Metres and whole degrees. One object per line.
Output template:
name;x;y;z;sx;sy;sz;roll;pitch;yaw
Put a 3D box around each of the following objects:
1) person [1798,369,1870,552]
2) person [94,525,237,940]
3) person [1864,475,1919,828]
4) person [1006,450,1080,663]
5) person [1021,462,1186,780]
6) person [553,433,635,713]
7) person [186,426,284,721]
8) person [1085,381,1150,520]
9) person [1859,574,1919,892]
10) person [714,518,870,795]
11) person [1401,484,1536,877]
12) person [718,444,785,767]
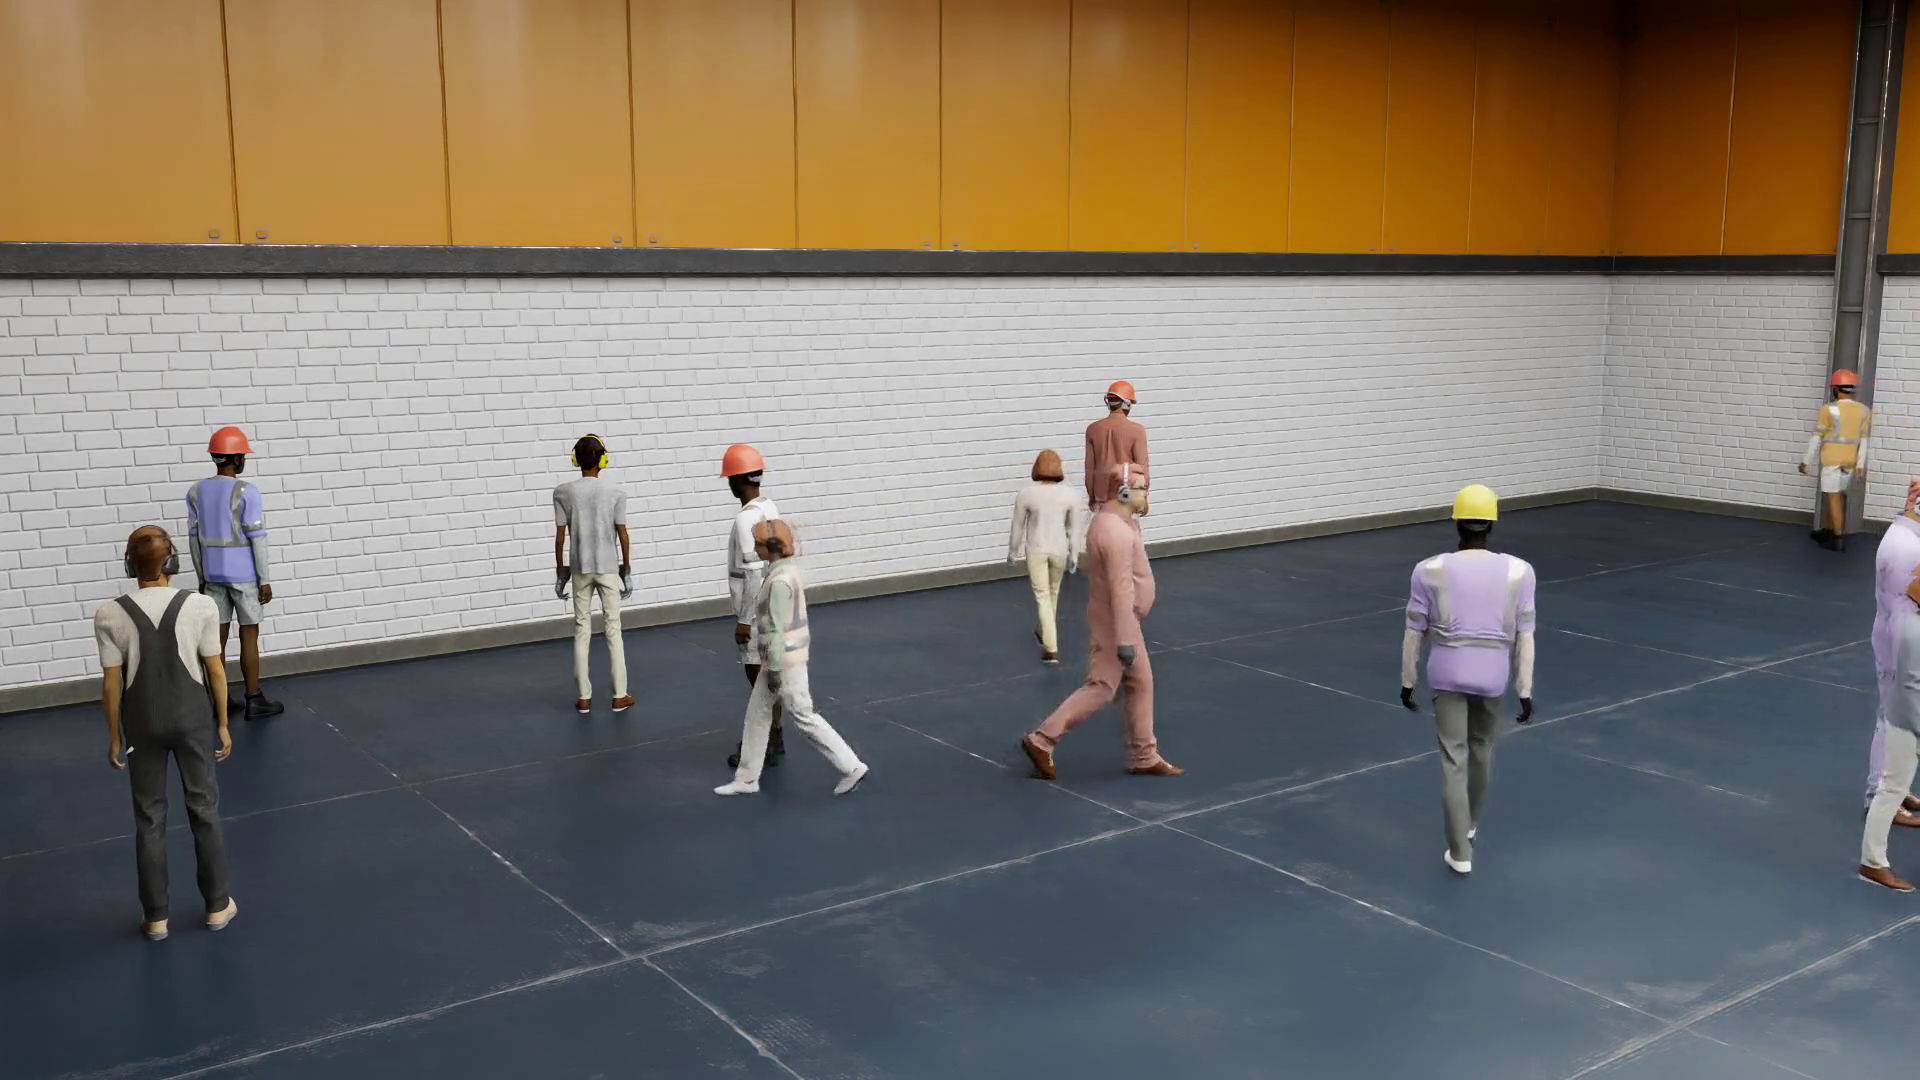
person;9.224;-0.855;17.674;0.556;1.910;0.795;-2;9;-11
person;-3.506;0.850;7.363;0.506;1.839;0.343;-4;10;-23
person;5.080;0.580;8.876;0.401;1.894;0.654;6;11;32
person;0.641;0.107;12.703;0.514;1.583;0.852;-2;9;-14
person;0.829;0.479;9.588;0.917;1.873;0.654;0;9;1
person;-2.451;0.225;11.122;0.521;1.873;0.334;0;9;-3
person;-4.773;0.218;10.957;0.550;1.935;0.375;2;10;14
person;1.397;-0.407;14.670;0.611;1.985;0.393;6;11;31
person;4.587;0.896;7.763;0.531;1.606;0.669;-8;12;-40
person;-0.928;0.664;9.263;0.837;1.601;0.522;-1;9;-7
person;2.516;0.660;8.344;0.612;1.893;0.871;1;9;5
person;-1.251;0.392;9.906;0.377;1.928;0.551;1;9;7
